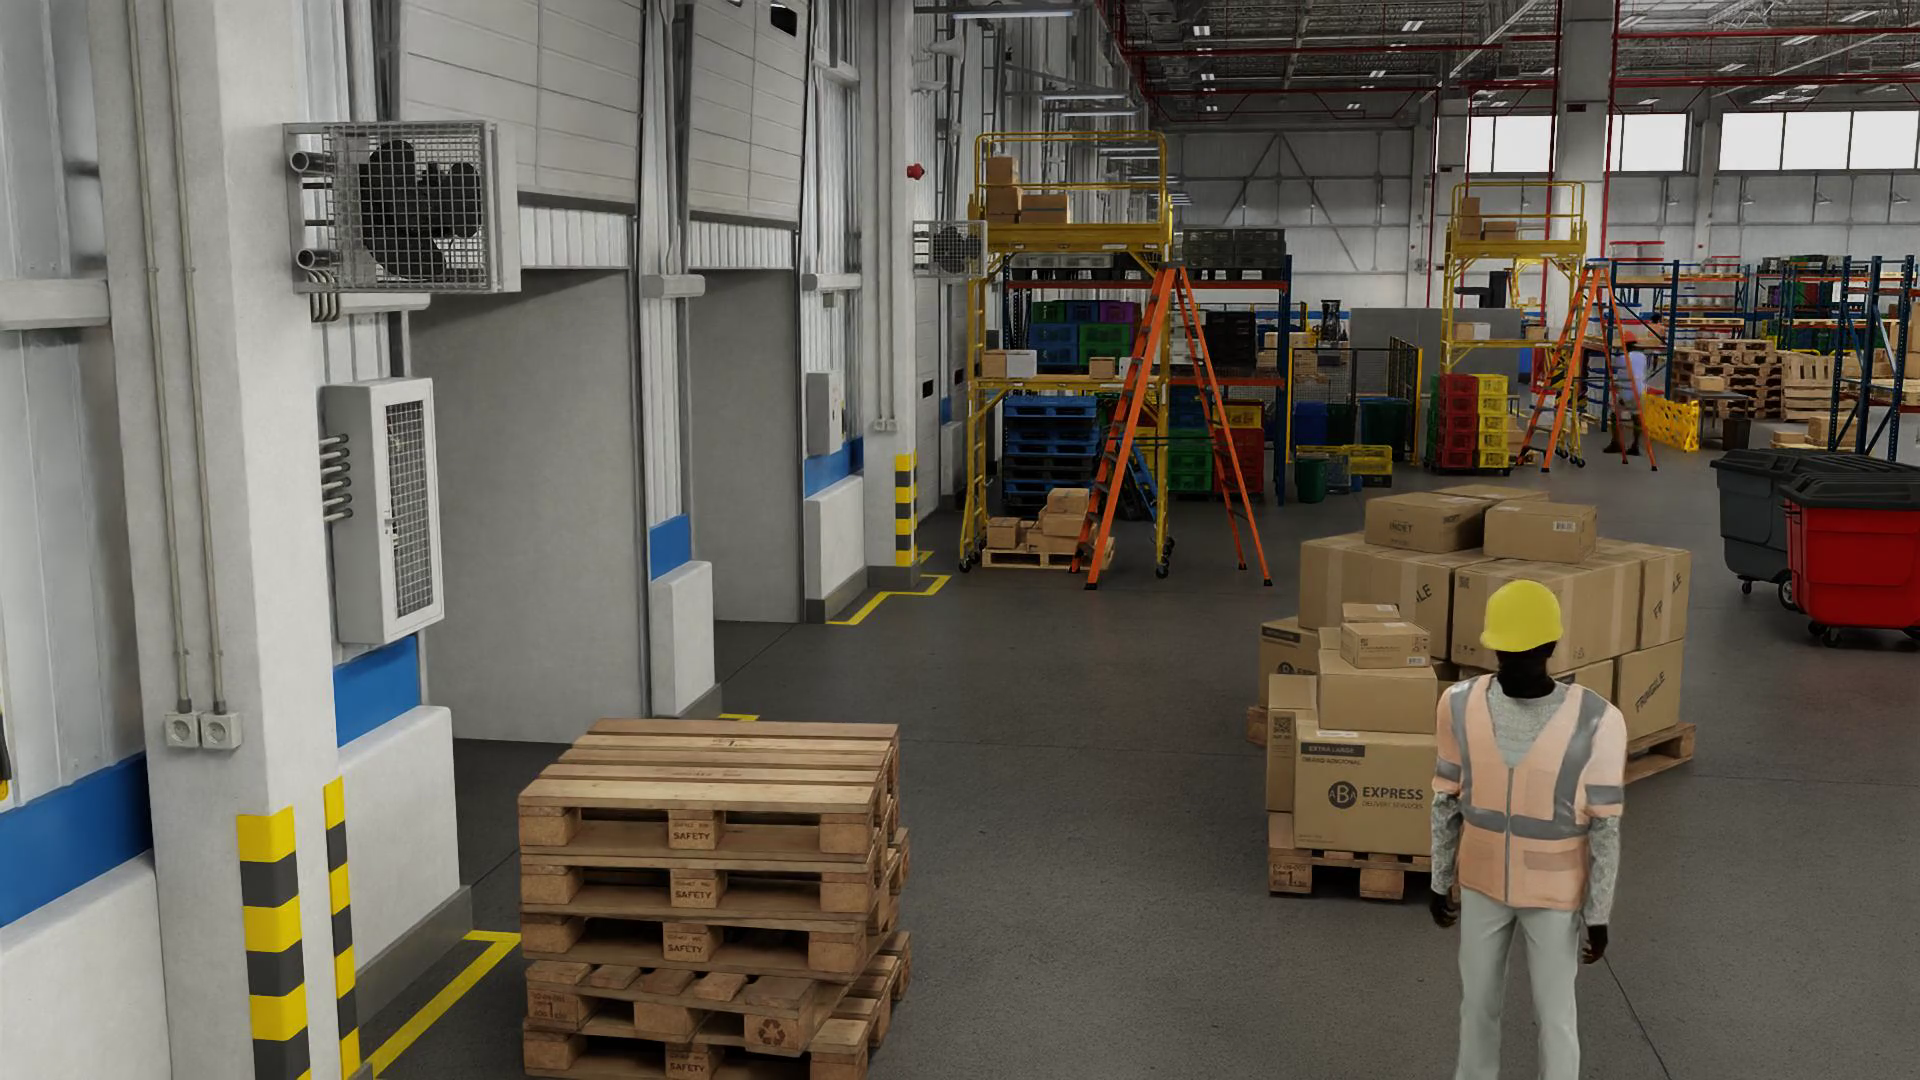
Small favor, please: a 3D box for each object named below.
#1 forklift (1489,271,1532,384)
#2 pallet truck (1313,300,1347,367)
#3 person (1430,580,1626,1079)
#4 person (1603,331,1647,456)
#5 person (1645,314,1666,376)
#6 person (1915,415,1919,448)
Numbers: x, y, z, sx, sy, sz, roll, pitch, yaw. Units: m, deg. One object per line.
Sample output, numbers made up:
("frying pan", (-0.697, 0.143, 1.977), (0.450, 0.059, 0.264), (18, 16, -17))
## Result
("forklift", (13.422, -5.322, 41.591), (1.873, 2.768, 1.129), (1, 9, 9))
("pallet truck", (11.159, -6.200, 49.718), (0.823, 1.965, 1.885), (4, 10, 26))
("person", (1.729, 1.064, 5.170), (0.588, 1.918, 0.399), (7, 11, 36))
("person", (10.302, -2.264, 25.719), (0.570, 1.911, 0.702), (-3, 10, -19))
("person", (18.812, -5.271, 44.996), (0.551, 1.677, 0.672), (6, 11, 33))
("person", (15.576, -2.332, 26.671), (0.321, 1.736, 0.485), (6, 11, 32))
